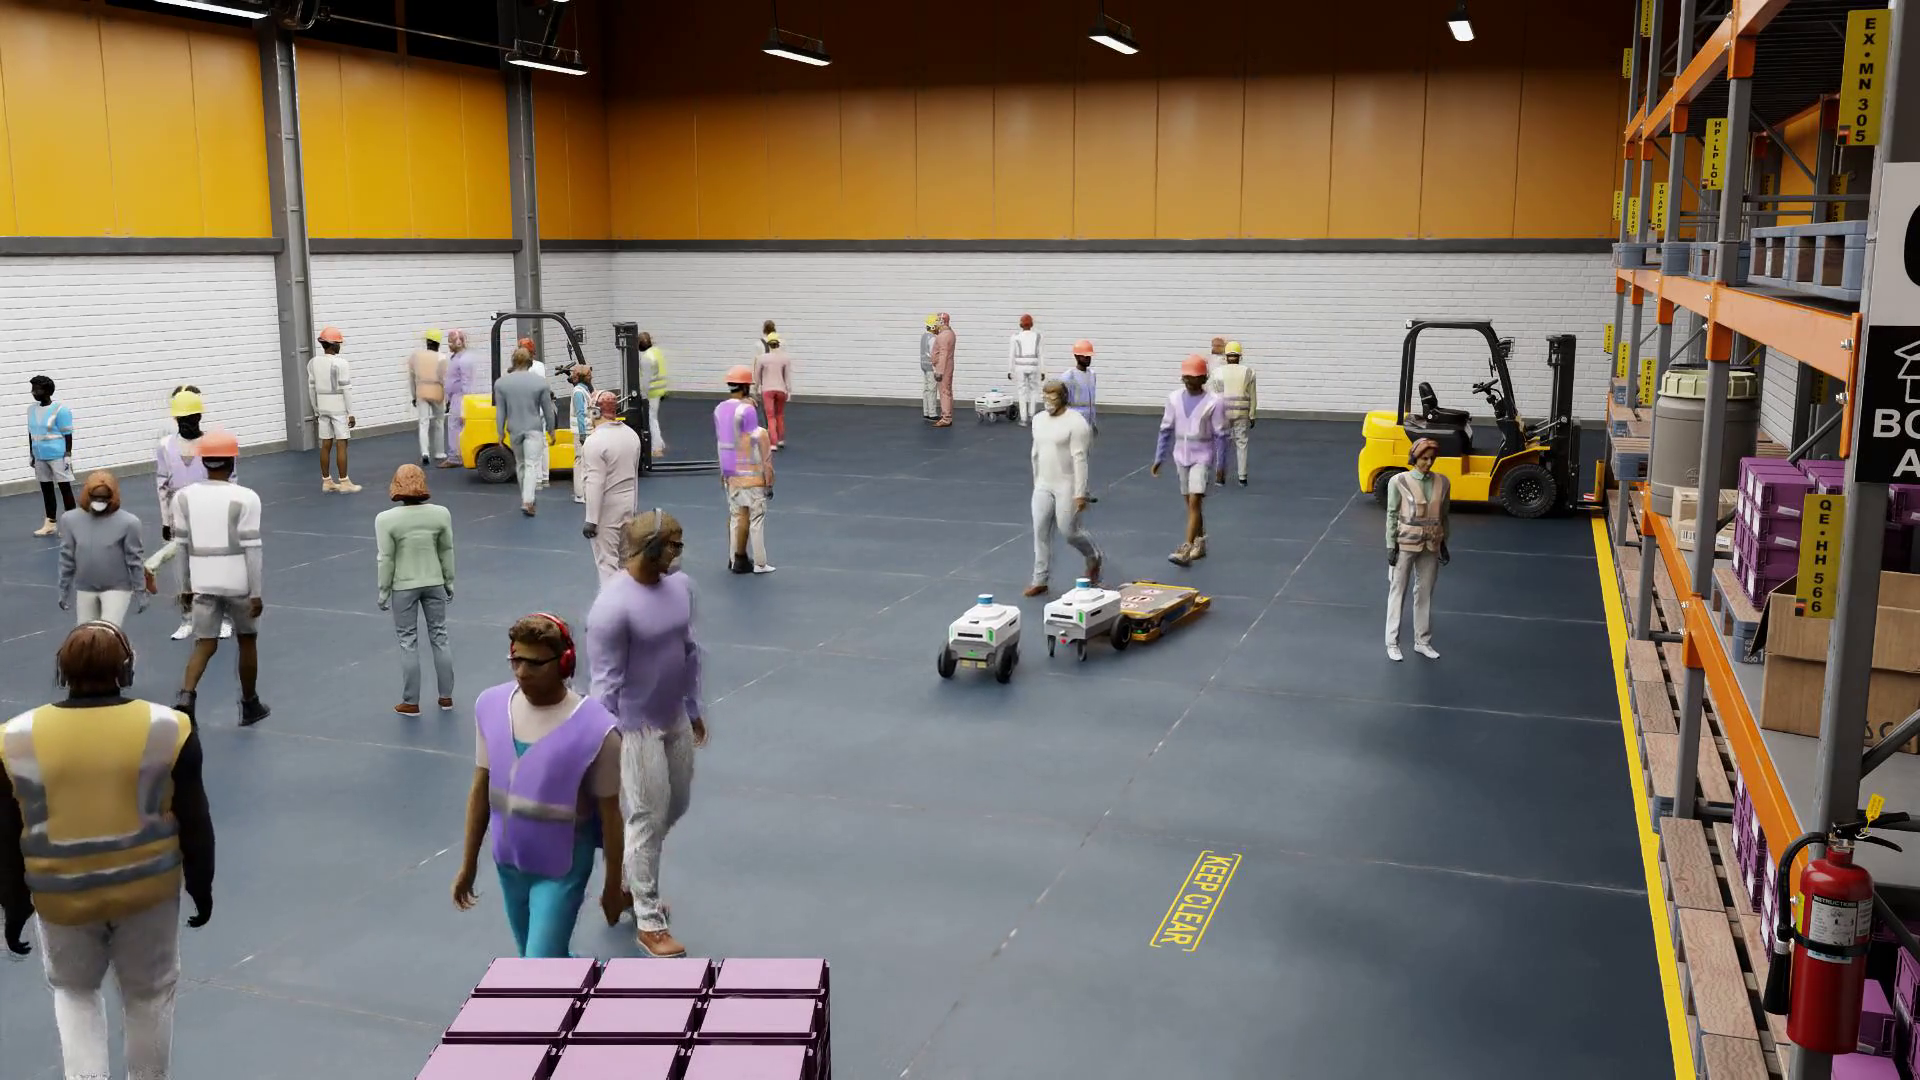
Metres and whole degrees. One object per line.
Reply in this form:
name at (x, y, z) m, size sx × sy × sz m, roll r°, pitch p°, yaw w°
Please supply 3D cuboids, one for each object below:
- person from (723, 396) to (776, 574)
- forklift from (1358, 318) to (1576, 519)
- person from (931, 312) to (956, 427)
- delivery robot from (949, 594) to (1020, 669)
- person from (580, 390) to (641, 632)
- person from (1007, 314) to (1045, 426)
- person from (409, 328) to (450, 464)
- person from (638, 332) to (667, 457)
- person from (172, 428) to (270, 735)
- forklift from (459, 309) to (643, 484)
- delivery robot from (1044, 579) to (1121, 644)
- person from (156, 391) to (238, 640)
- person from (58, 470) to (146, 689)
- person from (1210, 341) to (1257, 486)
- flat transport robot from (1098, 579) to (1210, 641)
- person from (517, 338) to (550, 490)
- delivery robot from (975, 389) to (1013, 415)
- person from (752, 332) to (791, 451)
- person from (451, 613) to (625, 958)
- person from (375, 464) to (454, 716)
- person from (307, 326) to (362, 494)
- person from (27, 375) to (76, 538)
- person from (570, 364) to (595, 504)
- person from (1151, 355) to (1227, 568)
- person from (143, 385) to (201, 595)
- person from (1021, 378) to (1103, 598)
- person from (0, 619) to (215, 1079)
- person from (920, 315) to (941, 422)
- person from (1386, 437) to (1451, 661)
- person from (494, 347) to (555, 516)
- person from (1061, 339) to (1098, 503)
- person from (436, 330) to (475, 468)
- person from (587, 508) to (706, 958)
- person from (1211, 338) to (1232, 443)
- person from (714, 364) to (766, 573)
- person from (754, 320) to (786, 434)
person at (-1.956, -0.503, 15.364) m, size 0.522 × 1.645 × 0.306 m, roll 5°, pitch 11°, yaw 25°
forklift at (5.787, -1.437, 19.079) m, size 2.313 × 2.155 × 1.214 m, roll 3°, pitch 11°, yaw 19°
person at (-0.288, -2.848, 27.840) m, size 0.410 × 1.909 × 0.642 m, roll 2°, pitch 10°, yaw 10°
delivery robot at (0.181, 0.629, 11.797) m, size 0.477 × 0.478 × 0.707 m, roll 3°, pitch 11°, yaw 18°
person at (-2.766, -0.222, 13.052) m, size 0.403 × 1.906 × 0.652 m, roll 4°, pitch 11°, yaw 21°
person at (1.096, -2.871, 28.087) m, size 0.616 × 1.865 × 0.650 m, roll -2°, pitch 10°, yaw -9°
person at (-7.390, -2.013, 23.226) m, size 0.599 × 1.876 × 0.929 m, roll -1°, pitch 10°, yaw -8°
person at (-4.436, -2.072, 23.745) m, size 0.451 × 1.807 × 0.690 m, roll 1°, pitch 10°, yaw 5°
person at (-4.592, 0.275, 10.255) m, size 0.554 × 1.914 × 0.824 m, roll 0°, pitch 10°, yaw 2°
forklift at (-5.354, -1.902, 21.697) m, size 2.313 × 2.155 × 1.214 m, roll -2°, pitch 10°, yaw -13°
delivery robot at (0.912, 0.531, 12.351) m, size 0.477 × 0.478 × 0.707 m, roll 6°, pitch 12°, yaw 30°
person at (-5.854, -0.185, 12.782) m, size 0.590 × 1.926 × 0.388 m, roll 0°, pitch 10°, yaw -3°
person at (-5.550, 0.319, 10.830) m, size 0.545 × 1.601 × 0.646 m, roll -1°, pitch 10°, yaw -5°
person at (3.423, -1.582, 20.923) m, size 0.599 × 1.827 × 0.403 m, roll 0°, pitch 10°, yaw 2°
flat transport robot at (1.452, 0.548, 13.317) m, size 0.652 × 0.197 × 1.431 m, roll 5°, pitch 11°, yaw 28°
person at (-5.310, -1.560, 20.646) m, size 0.356 × 1.885 × 0.573 m, roll 2°, pitch 10°, yaw 11°
delivery robot at (0.587, -2.370, 28.687) m, size 0.477 × 0.478 × 0.707 m, roll 9°, pitch 14°, yaw 43°
person at (-2.805, -2.200, 24.685) m, size 0.543 × 1.735 × 0.811 m, roll -4°, pitch 11°, yaw -22°
person at (-1.418, 1.120, 5.759) m, size 0.585 × 1.814 × 0.888 m, roll 5°, pitch 11°, yaw 28°
person at (-3.514, 0.320, 10.761) m, size 0.507 × 1.632 × 0.265 m, roll -8°, pitch 13°, yaw -38°
person at (-7.641, -1.585, 20.337) m, size 0.616 × 2.041 × 0.377 m, roll 4°, pitch 11°, yaw 23°
person at (-9.439, -0.868, 17.267) m, size 0.540 × 1.697 × 0.318 m, roll 3°, pitch 10°, yaw 16°
person at (-4.440, -1.253, 19.606) m, size 0.311 × 1.638 × 0.523 m, roll -1°, pitch 10°, yaw -7°
person at (2.145, -0.742, 15.733) m, size 0.635 × 1.996 × 1.011 m, roll 8°, pitch 13°, yaw 38°
person at (-6.690, -0.407, 14.294) m, size 0.738 × 1.846 × 0.512 m, roll -3°, pitch 10°, yaw -15°
person at (0.922, -0.461, 14.421) m, size 0.662 × 1.913 × 0.779 m, roll 10°, pitch 14°, yaw 43°
person at (-2.796, 1.160, 5.486) m, size 0.647 × 1.824 × 0.444 m, roll -4°, pitch 11°, yaw -21°
person at (-0.471, -2.954, 28.642) m, size 0.404 × 1.832 × 0.599 m, roll -4°, pitch 11°, yaw -19°
person at (3.345, 0.066, 12.183) m, size 0.510 × 1.639 × 0.308 m, roll -3°, pitch 10°, yaw -15°
person at (-4.904, -1.230, 18.756) m, size 0.643 × 1.902 × 0.972 m, roll 0°, pitch 10°, yaw 1°
person at (1.430, -1.378, 19.473) m, size 0.369 × 1.935 × 0.552 m, roll 10°, pitch 14°, yaw 44°
person at (-6.791, -1.932, 22.756) m, size 0.756 × 1.880 × 0.656 m, roll -4°, pitch 11°, yaw -22°
person at (-1.365, 0.814, 7.178) m, size 0.523 × 1.919 × 0.727 m, roll 5°, pitch 11°, yaw 24°
person at (3.864, -2.286, 25.506) m, size 0.726 × 1.603 × 0.528 m, roll 3°, pitch 10°, yaw 14°
person at (-2.031, -0.659, 15.434) m, size 0.404 × 1.927 × 0.570 m, roll -9°, pitch 14°, yaw -42°
person at (-3.040, -2.639, 26.875) m, size 0.551 × 1.826 × 0.592 m, roll 0°, pitch 10°, yaw -1°
